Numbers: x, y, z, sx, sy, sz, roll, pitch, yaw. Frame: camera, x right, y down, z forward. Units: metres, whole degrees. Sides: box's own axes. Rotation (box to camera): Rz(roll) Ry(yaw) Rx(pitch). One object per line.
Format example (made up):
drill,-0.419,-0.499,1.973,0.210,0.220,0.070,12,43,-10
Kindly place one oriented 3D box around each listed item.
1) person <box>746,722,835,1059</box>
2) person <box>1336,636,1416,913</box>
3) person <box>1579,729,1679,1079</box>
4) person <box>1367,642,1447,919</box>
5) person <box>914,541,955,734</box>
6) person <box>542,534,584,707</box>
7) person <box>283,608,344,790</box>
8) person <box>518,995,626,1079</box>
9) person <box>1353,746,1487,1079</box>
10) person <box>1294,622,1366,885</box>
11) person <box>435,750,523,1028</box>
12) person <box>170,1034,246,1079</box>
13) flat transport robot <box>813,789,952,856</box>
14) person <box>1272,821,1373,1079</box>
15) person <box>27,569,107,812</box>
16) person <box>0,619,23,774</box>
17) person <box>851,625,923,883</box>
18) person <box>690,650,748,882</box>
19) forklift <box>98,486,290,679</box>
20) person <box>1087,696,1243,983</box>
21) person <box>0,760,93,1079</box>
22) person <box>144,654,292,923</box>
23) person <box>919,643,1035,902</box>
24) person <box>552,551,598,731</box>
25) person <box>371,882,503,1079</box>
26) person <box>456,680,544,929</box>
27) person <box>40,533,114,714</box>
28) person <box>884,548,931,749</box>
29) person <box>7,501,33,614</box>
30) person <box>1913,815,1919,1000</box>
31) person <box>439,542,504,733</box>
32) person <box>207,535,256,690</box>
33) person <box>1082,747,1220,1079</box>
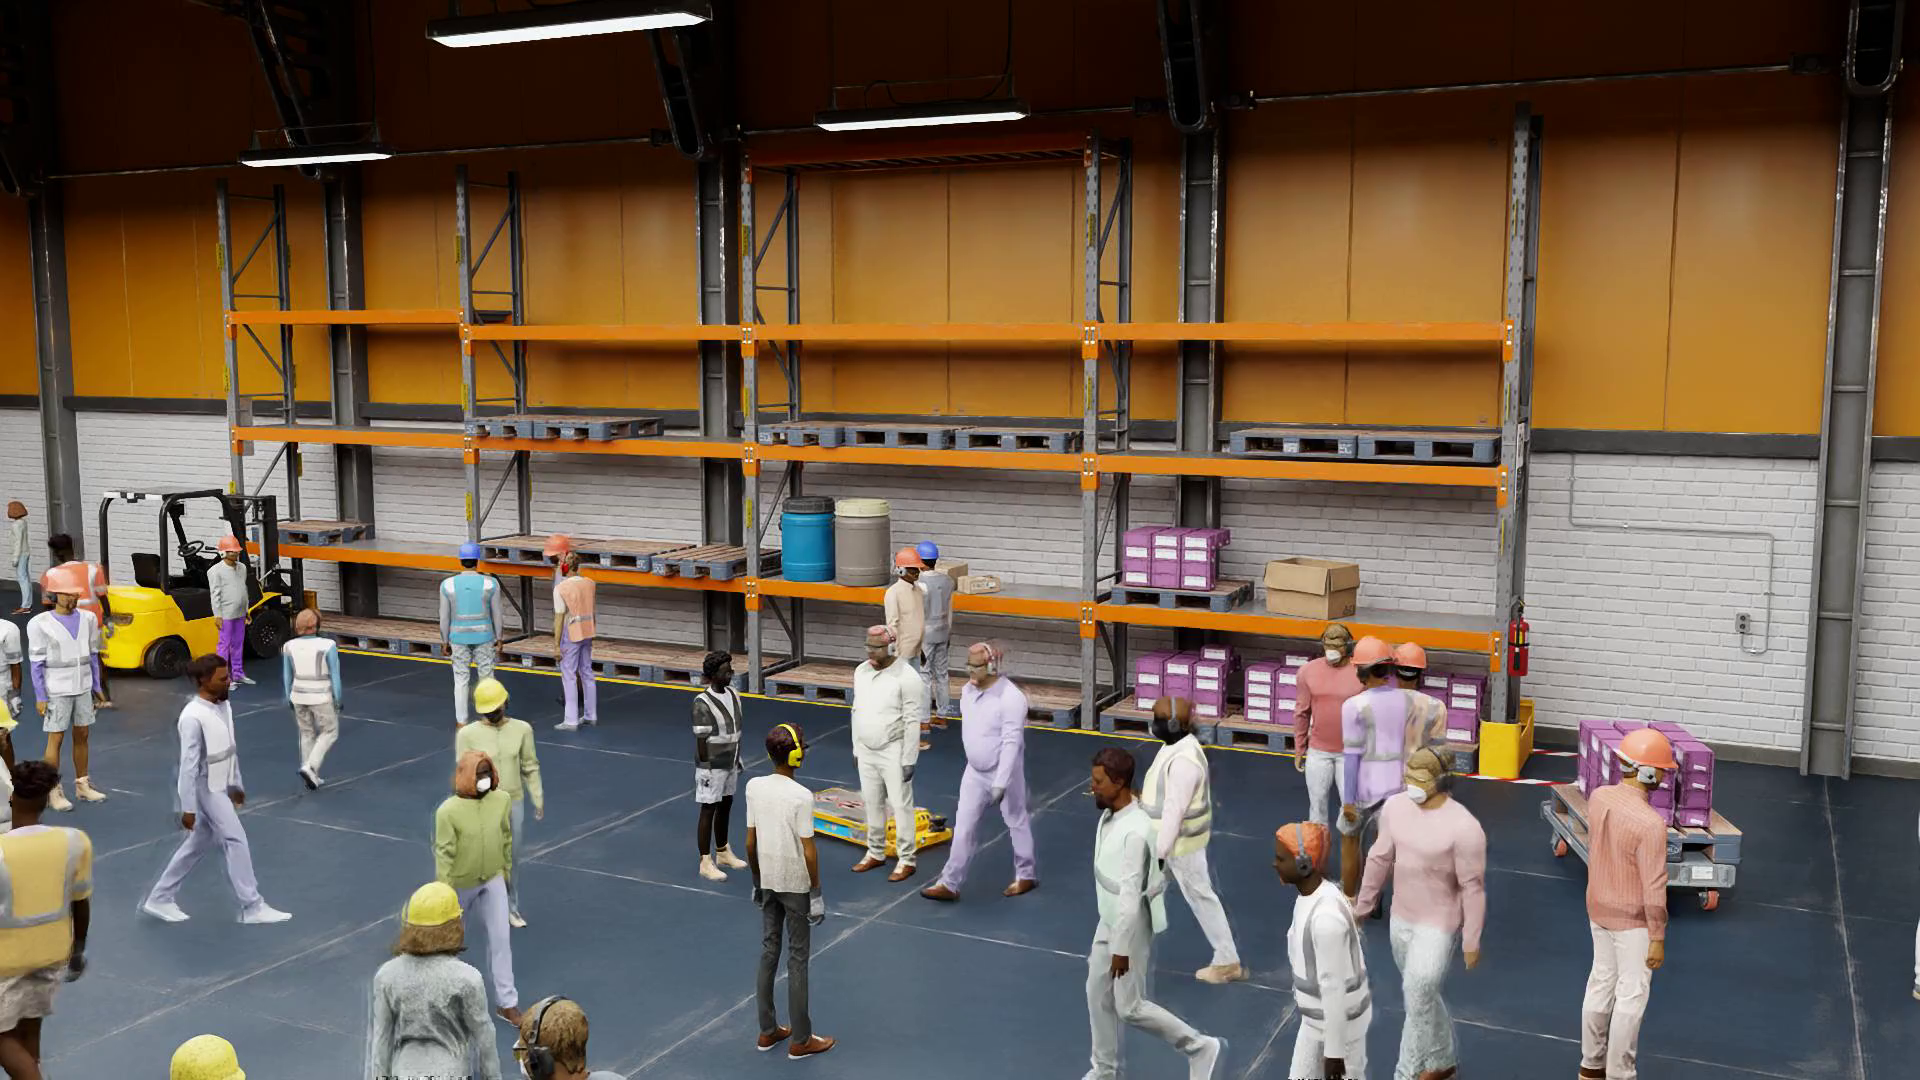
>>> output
person,-0.962,1.935,9.264,0.521,1.874,0.327,5,8,35
person,2.843,1.653,11.107,0.612,2.009,0.945,-4,8,-28
person,3.492,1.954,8.668,0.407,1.981,0.625,-1,7,-11
person,3.032,1.655,11.390,0.549,1.923,0.391,1,7,11
person,-0.313,0.982,16.824,0.388,1.947,0.611,6,9,42
person,-4.250,0.871,17.922,0.503,1.902,0.590,-4,8,-27
person,-5.699,1.415,14.565,0.531,1.620,0.462,1,7,9
person,-1.238,2.391,5.286,0.386,1.927,0.641,2,7,17
person,2.367,2.003,8.622,0.807,1.907,0.647,-4,8,-28
person,2.756,1.552,12.183,0.638,1.932,0.365,4,8,27
person,-2.858,2.013,9.803,0.510,1.595,0.879,-6,9,-42
person,-2.441,2.460,5.445,0.305,1.745,0.483,3,8,24
flat transport robot,-0.805,2.233,13.351,1.431,0.197,0.652,6,9,43
person,1.757,2.173,7.492,0.724,1.846,0.595,0,7,-1
person,-7.556,1.261,14.121,0.369,2.046,0.606,4,8,27
person,-8.270,1.306,14.090,0.602,1.961,0.371,-1,7,-9
person,-0.570,1.562,12.261,0.636,1.899,0.397,5,9,38
person,-1.781,1.652,12.317,0.318,1.696,0.537,3,8,23
forklift,-9.426,0.454,20.179,1.214,2.155,2.313,3,8,26
person,1.319,1.853,10.273,0.961,1.795,0.632,0,7,-2
person,-4.594,2.049,8.157,0.674,1.919,0.690,4,8,32
person,-5.114,1.690,11.286,0.976,1.879,0.605,-1,7,-6
person,0.166,1.648,11.697,0.649,1.853,0.978,7,10,44
person,-3.909,1.026,16.932,0.383,1.836,0.566,4,8,29
person,-2.174,2.282,7.062,0.488,1.705,0.860,2,7,18
person,-3.056,1.776,11.121,0.575,1.727,0.468,-5,8,-35
person,-9.382,0.892,17.679,0.651,1.917,0.553,-5,9,-38
person,-0.506,1.063,15.961,0.376,1.995,0.608,3,8,24
person,-13.666,0.248,24.163,0.284,1.636,0.500,-2,7,-20
person,5.964,1.850,9.906,0.584,1.883,0.339,-2,7,-17
person,-4.919,0.989,16.778,0.616,1.942,0.408,-2,7,-13
person,-8.300,0.818,18.974,0.329,1.752,0.563,2,7,15
person,0.933,2.000,8.652,0.743,1.892,0.596,-1,7,-11
